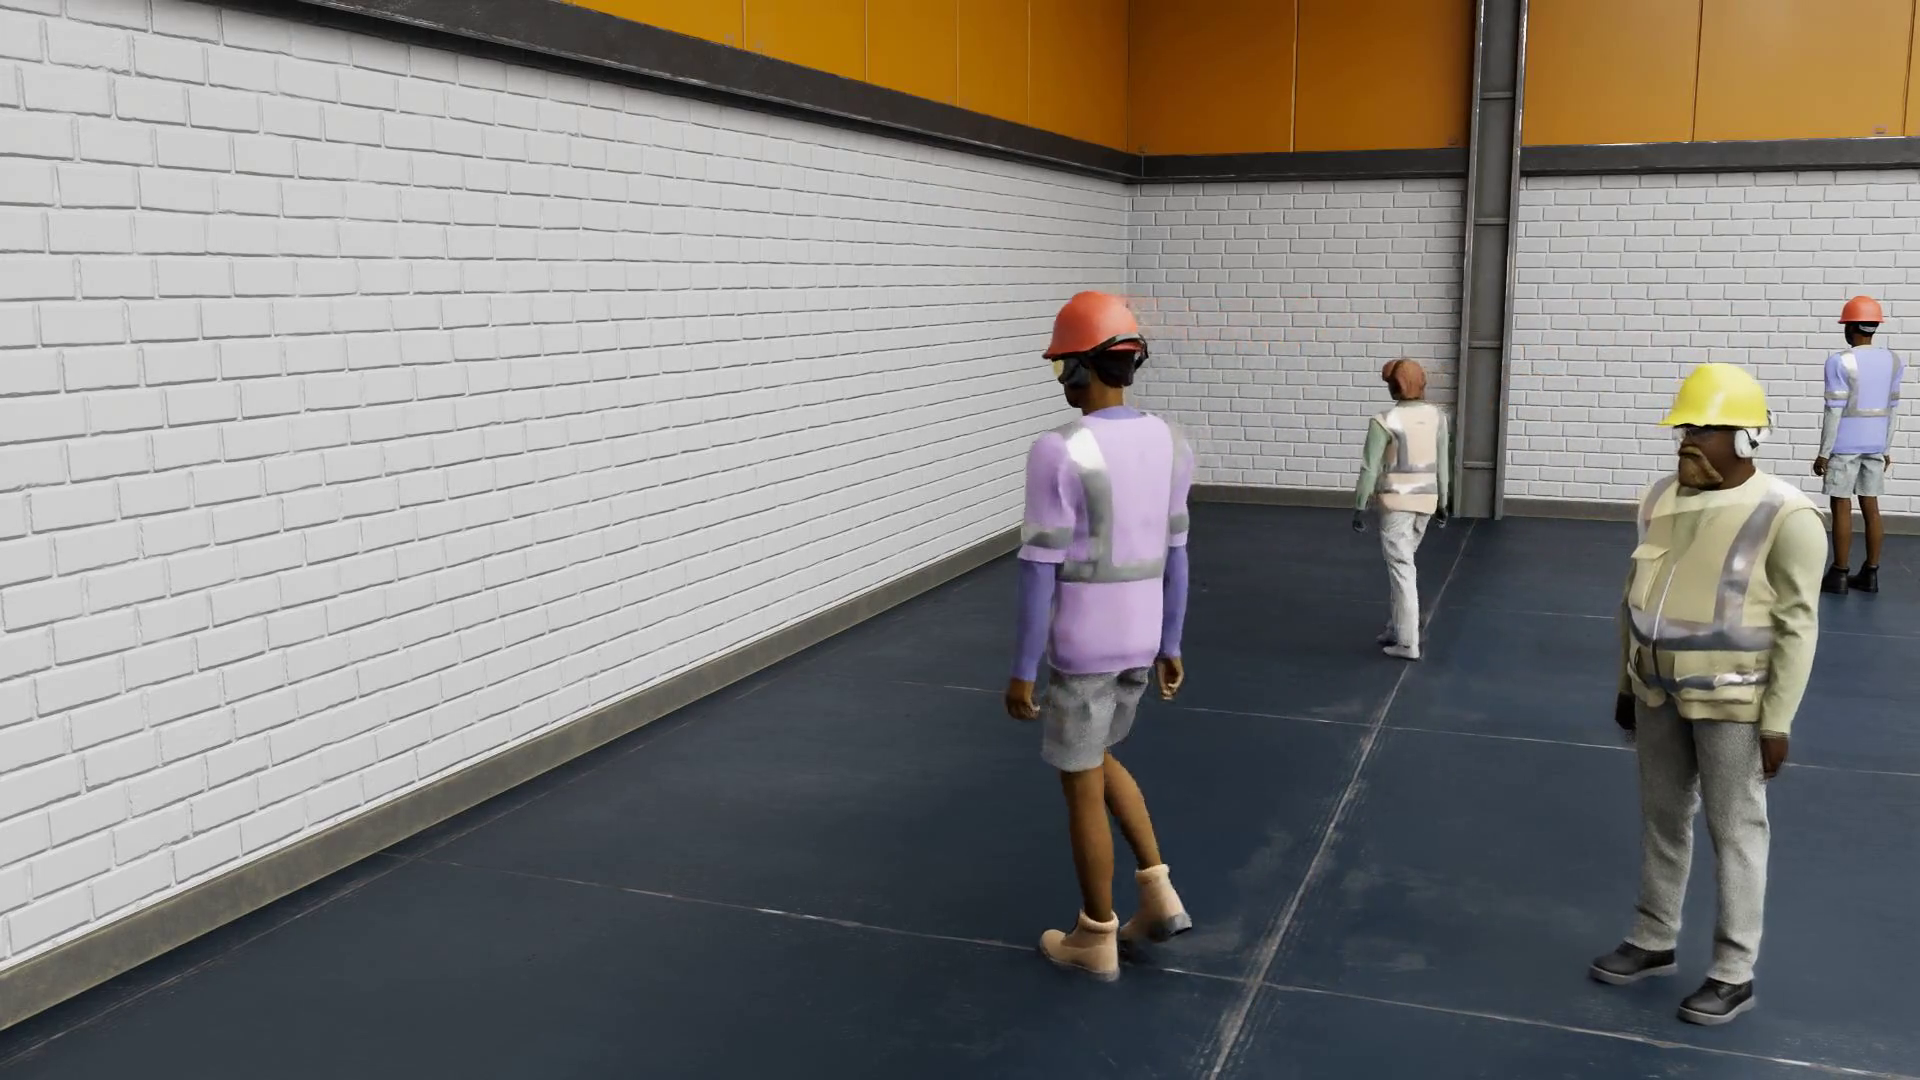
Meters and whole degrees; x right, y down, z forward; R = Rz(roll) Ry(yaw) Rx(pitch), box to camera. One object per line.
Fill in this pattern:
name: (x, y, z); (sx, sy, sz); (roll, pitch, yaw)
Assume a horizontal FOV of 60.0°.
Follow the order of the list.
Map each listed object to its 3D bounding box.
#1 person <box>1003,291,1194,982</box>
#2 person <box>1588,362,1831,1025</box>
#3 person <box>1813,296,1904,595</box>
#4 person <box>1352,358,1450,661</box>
person: (0.388, 0.297, 4.855); (0.412, 2.029, 0.604); (9, 13, 44)
person: (2.080, 0.420, 4.671); (0.404, 1.831, 0.596); (-4, 10, -26)
person: (5.808, -0.613, 10.829); (0.549, 1.936, 0.377); (-2, 9, -12)
person: (2.350, -0.175, 9.040); (0.546, 1.615, 0.588); (-5, 10, -28)
